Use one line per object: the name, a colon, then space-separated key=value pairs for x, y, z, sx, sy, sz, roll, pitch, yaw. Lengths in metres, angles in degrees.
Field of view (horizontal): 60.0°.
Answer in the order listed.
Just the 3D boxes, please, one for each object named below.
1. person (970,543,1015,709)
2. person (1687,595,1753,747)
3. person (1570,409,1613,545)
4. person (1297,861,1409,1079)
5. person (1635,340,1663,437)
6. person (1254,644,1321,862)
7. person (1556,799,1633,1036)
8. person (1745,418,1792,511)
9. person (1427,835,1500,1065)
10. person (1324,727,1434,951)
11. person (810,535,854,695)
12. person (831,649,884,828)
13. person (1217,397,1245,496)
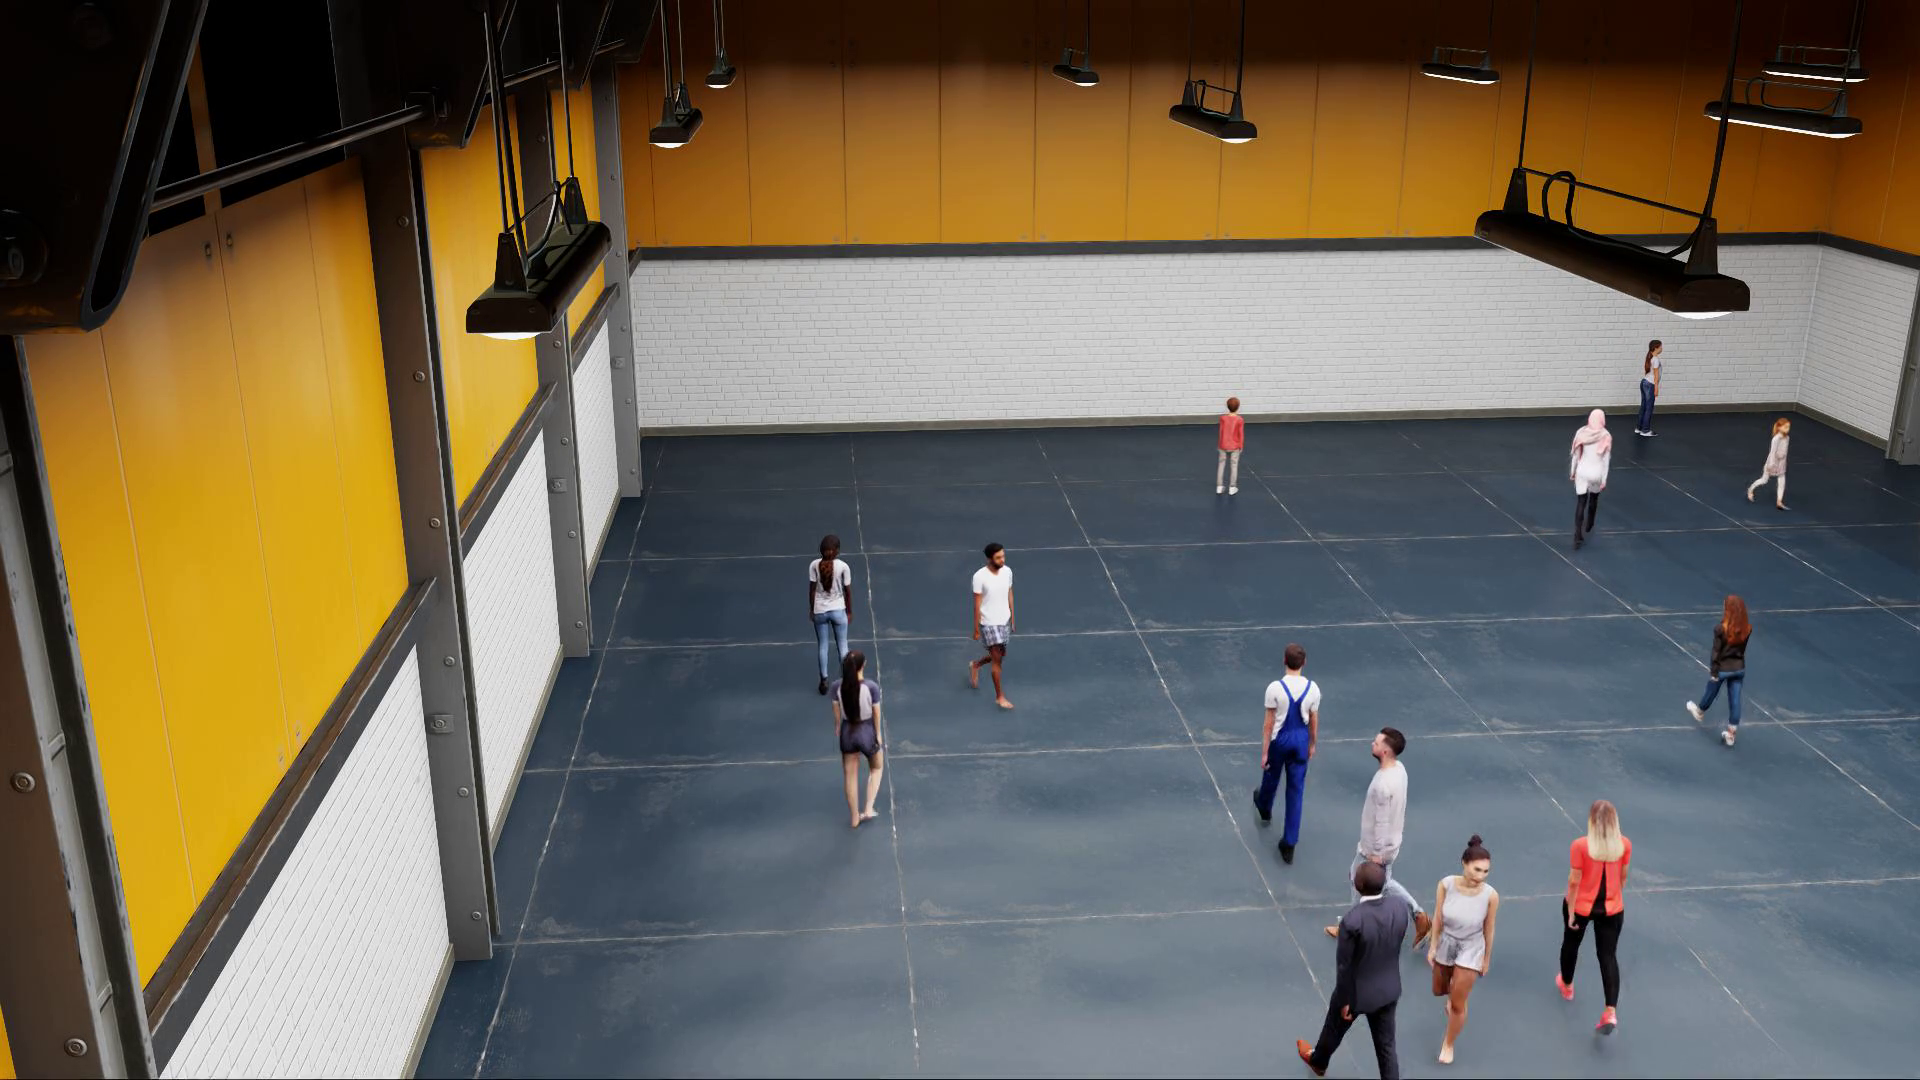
person: x=0.298 y=0.826 z=16.989 sx=0.994 sy=1.703 sz=1.131 roll=-15 pitch=23 yaw=-37
person: x=7.456 y=1.280 z=16.048 sx=0.563 sy=1.444 sz=0.928 roll=-1 pitch=19 yaw=-3
person: x=8.191 y=-0.785 z=21.698 sx=1.071 sy=1.751 sz=1.262 roll=10 pitch=21 yaw=27
person: x=2.654 y=2.938 z=10.603 sx=0.854 sy=1.775 sz=1.249 roll=-6 pitch=19 yaw=-16
person: x=11.239 y=-2.499 z=27.083 sx=0.598 sy=1.562 sz=0.464 roll=-1 pitch=19 yaw=-2
person: x=2.767 y=1.805 z=13.924 sx=0.719 sy=1.803 sz=1.208 roll=0 pitch=19 yaw=-1
person: x=4.474 y=2.645 z=11.644 sx=0.712 sy=1.666 sz=1.135 roll=1 pitch=19 yaw=4
person: x=11.386 y=-1.089 z=23.322 sx=0.751 sy=1.291 sz=0.997 roll=-9 pitch=20 yaw=-24
person: x=3.444 y=2.763 z=11.393 sx=0.841 sy=1.604 sz=0.946 roll=11 pitch=22 yaw=29
person: x=3.241 y=2.274 z=12.506 sx=1.117 sy=1.819 sz=1.136 roll=10 pitch=21 yaw=27
person: x=-1.343 y=0.760 z=17.161 sx=0.629 sy=1.718 sz=0.563 roll=0 pitch=19 yaw=-1
person: x=-0.893 y=1.746 z=14.354 sx=0.682 sy=1.640 sz=0.674 roll=4 pitch=19 yaw=12
person: x=3.885 y=-1.362 z=23.937 sx=0.579 sy=1.415 sz=0.597 roll=8 pitch=20 yaw=21
